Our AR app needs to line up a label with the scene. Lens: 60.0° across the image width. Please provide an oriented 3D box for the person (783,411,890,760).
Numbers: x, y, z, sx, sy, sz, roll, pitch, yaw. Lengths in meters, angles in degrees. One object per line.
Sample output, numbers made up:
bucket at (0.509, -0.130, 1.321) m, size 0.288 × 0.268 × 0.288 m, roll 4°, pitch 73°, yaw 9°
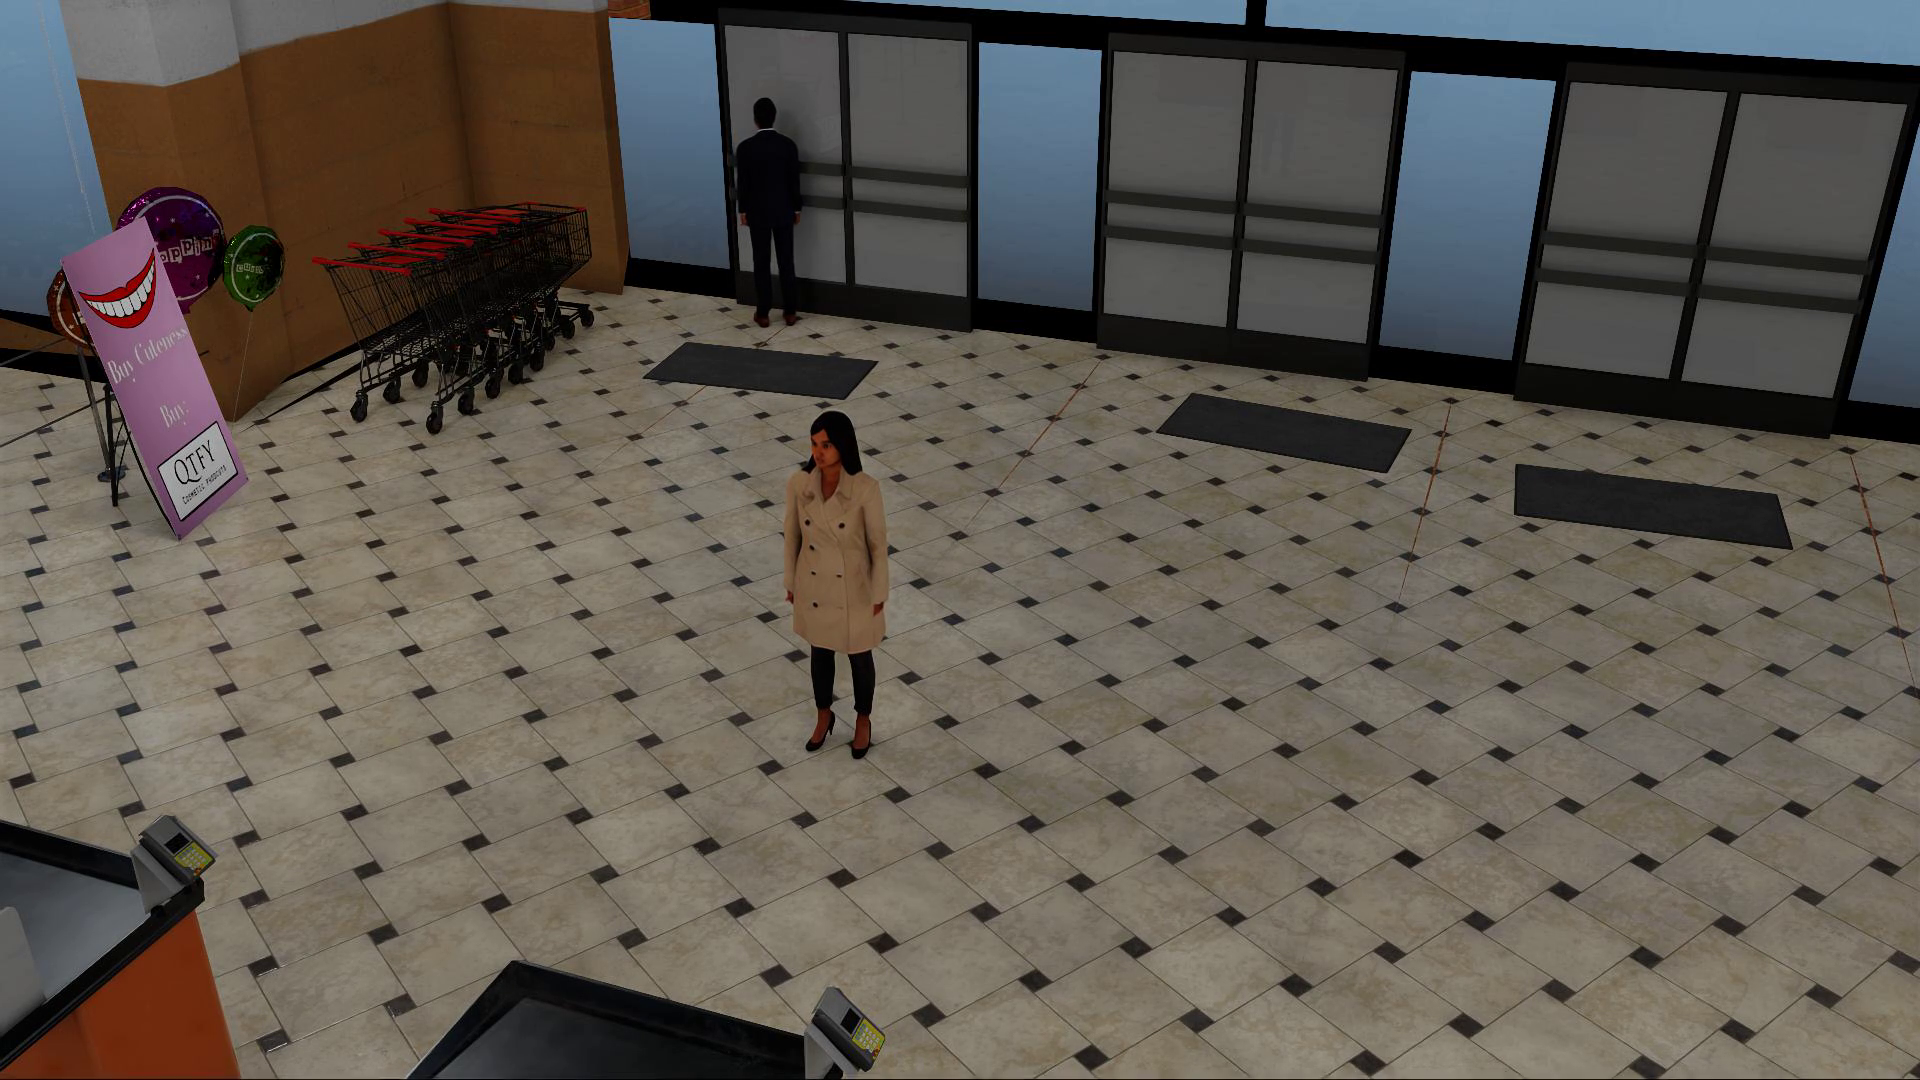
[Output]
person at (-0.537, 0.212, 7.359) m, size 0.648 × 1.680 × 0.517 m, roll 9°, pitch 28°, yaw 17°

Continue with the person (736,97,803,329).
person at (-1.433, -2.467, 12.595) m, size 0.710 × 1.723 × 0.724 m, roll -7°, pitch 28°, yaw -13°
